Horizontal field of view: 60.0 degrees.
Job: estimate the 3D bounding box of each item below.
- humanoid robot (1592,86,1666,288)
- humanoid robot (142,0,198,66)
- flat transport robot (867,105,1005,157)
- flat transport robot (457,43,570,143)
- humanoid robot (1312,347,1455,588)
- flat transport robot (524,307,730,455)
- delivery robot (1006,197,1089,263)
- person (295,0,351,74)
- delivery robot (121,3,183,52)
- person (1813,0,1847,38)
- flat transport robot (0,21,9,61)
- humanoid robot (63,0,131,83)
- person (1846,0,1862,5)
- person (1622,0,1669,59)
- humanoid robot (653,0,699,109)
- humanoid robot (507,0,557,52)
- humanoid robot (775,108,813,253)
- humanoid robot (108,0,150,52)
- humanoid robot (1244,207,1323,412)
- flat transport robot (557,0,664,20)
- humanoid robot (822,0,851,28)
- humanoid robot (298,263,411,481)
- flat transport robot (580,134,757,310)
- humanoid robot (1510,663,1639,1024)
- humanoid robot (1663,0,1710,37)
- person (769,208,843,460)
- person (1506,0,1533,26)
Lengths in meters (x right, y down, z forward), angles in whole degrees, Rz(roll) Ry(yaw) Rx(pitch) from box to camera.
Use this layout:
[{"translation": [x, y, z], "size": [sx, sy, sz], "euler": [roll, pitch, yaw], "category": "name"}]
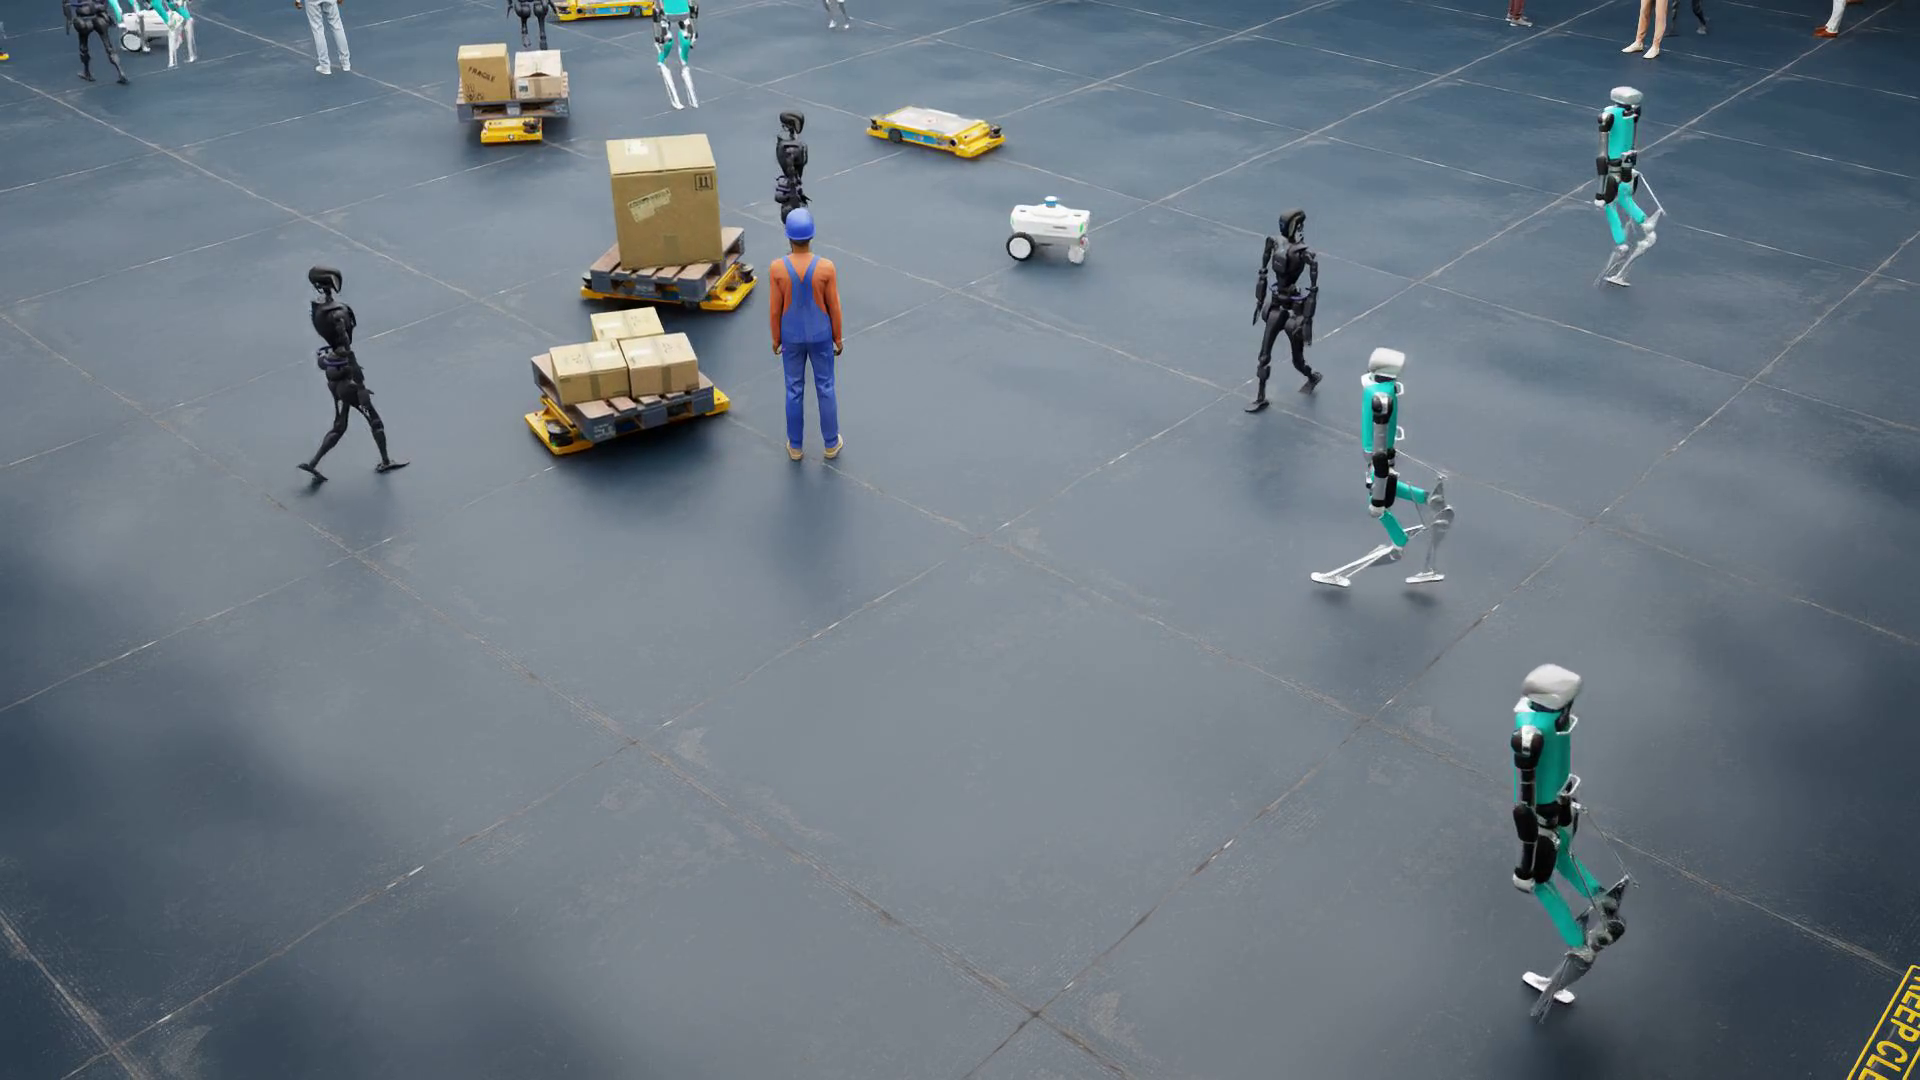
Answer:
[{"translation": [5.928, -3.029, 14.685], "size": [0.549, 1.821, 0.802], "euler": [-23, 39, -32], "category": "humanoid robot"}, {"translation": [-9.897, -6.834, 20.795], "size": [0.558, 1.800, 0.754], "euler": [3, 32, 5], "category": "humanoid robot"}, {"translation": [-0.276, -4.547, 18.476], "size": [1.431, 0.231, 0.659], "euler": [20, 37, 29], "category": "flat transport robot"}, {"translation": [-5.054, -4.852, 18.967], "size": [0.659, 0.231, 1.431], "euler": [-6, 32, -10], "category": "flat transport robot"}, {"translation": [2.810, -0.361, 10.383], "size": [1.043, 1.748, 0.541], "euler": [5, 32, 7], "category": "humanoid robot"}, {"translation": [-2.559, -1.027, 12.808], "size": [1.431, 0.231, 0.659], "euler": [-19, 36, -27], "category": "flat transport robot"}, {"translation": [0.809, -2.910, 15.588], "size": [0.792, 0.614, 0.499], "euler": [7, 33, 11], "category": "delivery robot"}, {"translation": [-7.865, -6.692, 20.370], "size": [0.588, 1.917, 0.396], "euler": [-19, 37, -28], "category": "person"}, {"translation": [-10.515, -6.658, 21.623], "size": [0.785, 0.613, 0.520], "euler": [-3, 32, -5], "category": "delivery robot"}, {"translation": [11.608, -7.545, 21.823], "size": [0.365, 1.834, 0.503], "euler": [17, 36, 25], "category": "person"}, {"translation": [-12.882, -6.133, 21.029], "size": [1.431, 0.231, 0.659], "euler": [9, 33, 14], "category": "flat transport robot"}, {"translation": [-10.518, -6.333, 20.063], "size": [0.758, 1.634, 0.610], "euler": [18, 36, 26], "category": "humanoid robot"}, {"translation": [12.491, -8.531, 23.389], "size": [0.658, 1.860, 0.985], "euler": [-24, 39, -33], "category": "person"}, {"translation": [8.807, -7.043, 20.974], "size": [0.363, 1.872, 0.528], "euler": [-19, 36, -27], "category": "person"}, {"translation": [-3.321, -5.854, 19.187], "size": [0.541, 1.791, 0.668], "euler": [-16, 35, -23], "category": "humanoid robot"}, {"translation": [-5.313, -6.668, 20.555], "size": [0.616, 1.644, 0.346], "euler": [-13, 34, -20], "category": "humanoid robot"}, {"translation": [-1.494, -2.997, 14.649], "size": [0.387, 1.648, 0.588], "euler": [-2, 32, -2], "category": "humanoid robot"}, {"translation": [-10.672, -7.032, 21.097], "size": [0.549, 1.751, 0.982], "euler": [-24, 39, -33], "category": "humanoid robot"}, {"translation": [2.553, -1.784, 12.741], "size": [0.739, 1.647, 0.590], "euler": [-24, 39, -34], "category": "humanoid robot"}, {"translation": [-4.864, -7.439, 23.133], "size": [1.431, 0.231, 0.659], "euler": [-8, 33, -12], "category": "flat transport robot"}, {"translation": [-1.667, -7.651, 22.101], "size": [0.552, 1.822, 0.665], "euler": [5, 32, 9], "category": "humanoid robot"}, {"translation": [-4.410, -1.165, 11.740], "size": [0.724, 1.646, 0.589], "euler": [-19, 37, -28], "category": "humanoid robot"}, {"translation": [-2.598, -2.323, 14.894], "size": [1.431, 0.231, 0.659], "euler": [7, 32, 11], "category": "flat transport robot"}, {"translation": [2.771, 1.440, 7.495], "size": [0.788, 1.813, 0.541], "euler": [20, 37, 29], "category": "humanoid robot"}, {"translation": [9.692, -7.451, 21.873], "size": [0.752, 1.649, 0.603], "euler": [-11, 33, -16], "category": "humanoid robot"}, {"translation": [-1.100, -1.466, 11.959], "size": [0.517, 1.912, 0.361], "euler": [-2, 32, -3], "category": "person"}, {"translation": [7.656, -7.854, 22.347], "size": [0.380, 1.806, 0.549], "euler": [1, 32, 2], "category": "person"}]
